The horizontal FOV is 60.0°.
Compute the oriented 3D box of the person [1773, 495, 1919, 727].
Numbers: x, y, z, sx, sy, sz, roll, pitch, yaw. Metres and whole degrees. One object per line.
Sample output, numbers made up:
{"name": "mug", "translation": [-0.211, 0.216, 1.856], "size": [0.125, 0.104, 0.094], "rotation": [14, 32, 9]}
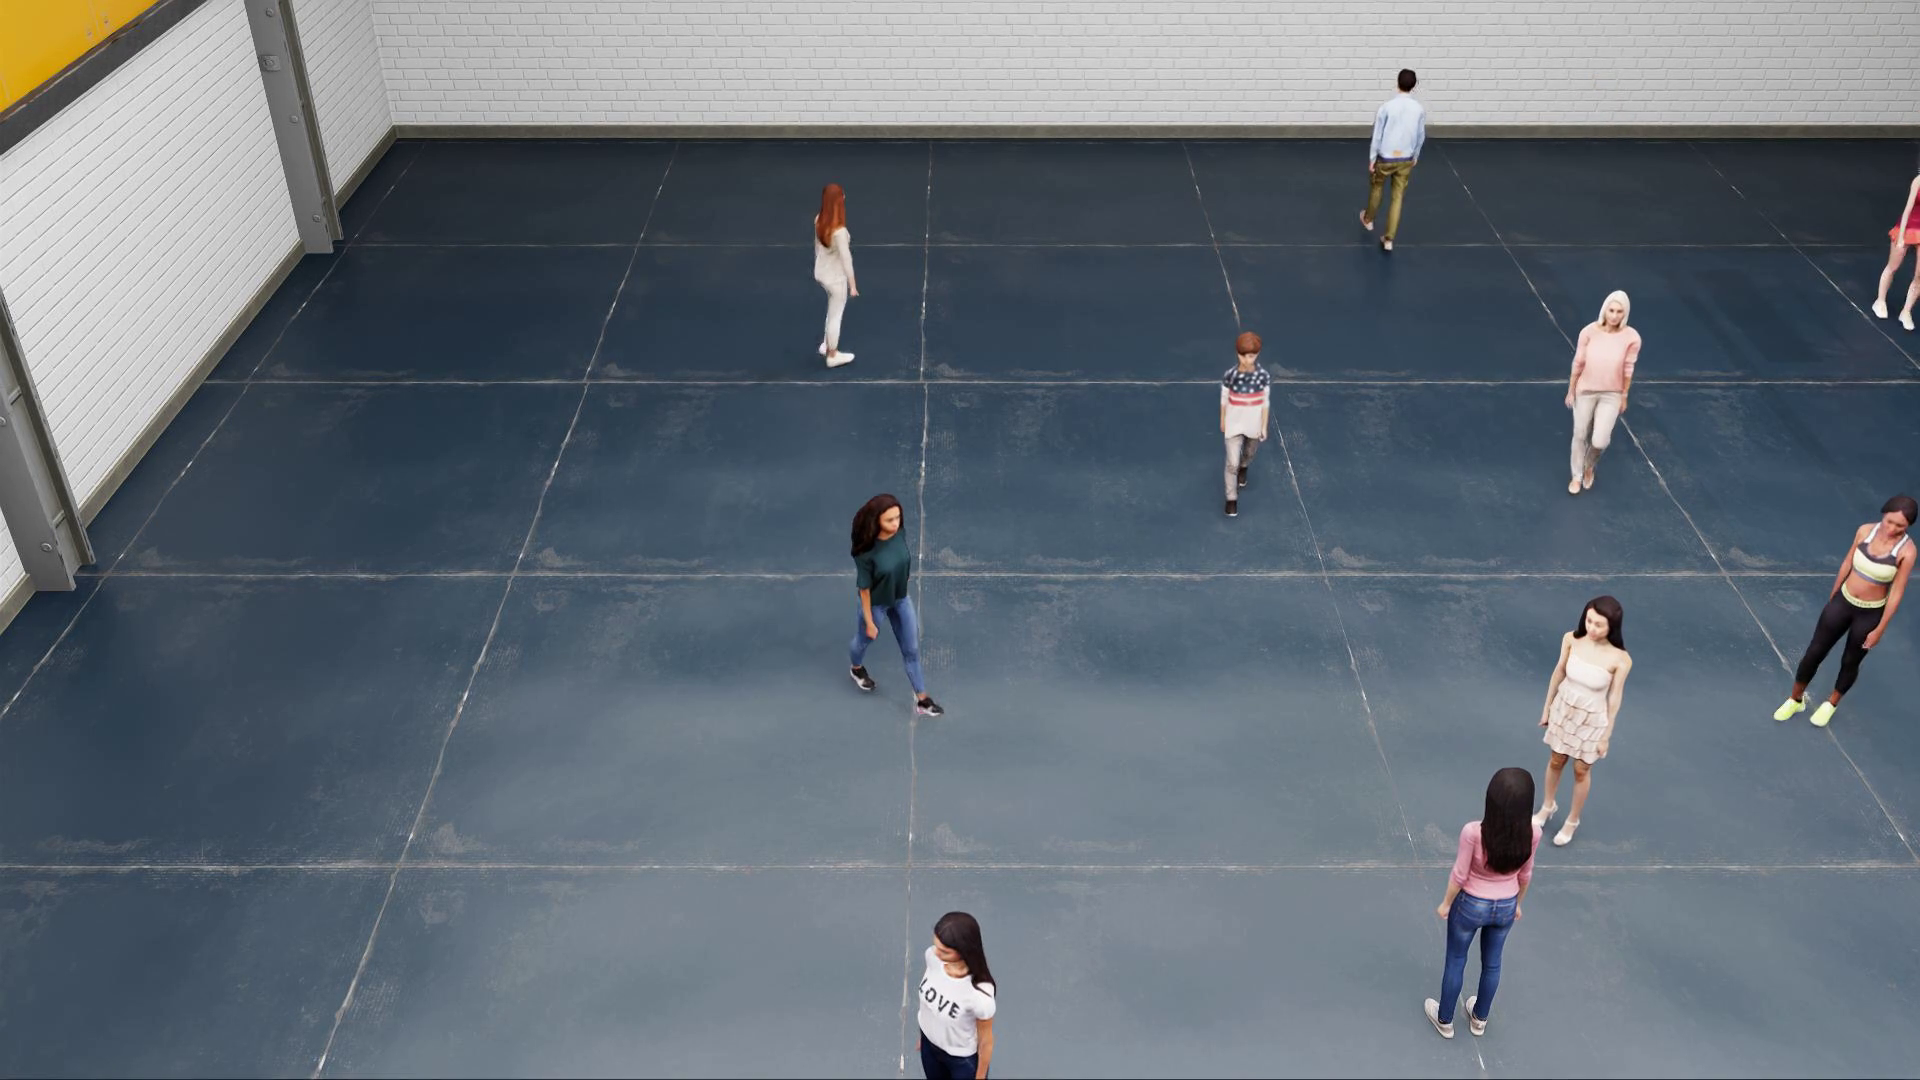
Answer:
{"name": "person", "translation": [5.690, 0.432, 10.432], "size": [0.807, 1.741, 0.751], "rotation": [-22, 39, -29]}

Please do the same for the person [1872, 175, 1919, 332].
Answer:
{"name": "person", "translation": [8.835, -2.874, 15.416], "size": [0.653, 1.731, 0.814], "rotation": [7, 34, 11]}

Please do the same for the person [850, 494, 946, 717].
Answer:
{"name": "person", "translation": [-0.548, 0.377, 10.666], "size": [1.043, 1.573, 1.126], "rotation": [-27, 42, -34]}

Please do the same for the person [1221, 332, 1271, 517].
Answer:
{"name": "person", "translation": [2.194, -0.952, 12.809], "size": [0.523, 1.415, 0.933], "rotation": [1, 34, 1]}

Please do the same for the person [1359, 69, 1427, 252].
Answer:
{"name": "person", "translation": [4.385, -3.789, 16.745], "size": [0.696, 1.782, 0.992], "rotation": [0, 34, 0]}

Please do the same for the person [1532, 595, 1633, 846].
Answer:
{"name": "person", "translation": [3.561, 1.037, 9.529], "size": [0.714, 1.734, 0.653], "rotation": [-28, 43, -35]}

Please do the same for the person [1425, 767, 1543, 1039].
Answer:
{"name": "person", "translation": [2.626, 1.823, 8.339], "size": [0.585, 1.742, 0.508], "rotation": [-2, 34, -3]}

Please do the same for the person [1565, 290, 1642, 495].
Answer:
{"name": "person", "translation": [4.948, -1.172, 12.866], "size": [0.710, 1.719, 0.724], "rotation": [14, 36, 20]}

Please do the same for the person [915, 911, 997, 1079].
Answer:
{"name": "person", "translation": [-0.016, 2.324, 7.554], "size": [0.722, 1.776, 0.654], "rotation": [-27, 42, -34]}

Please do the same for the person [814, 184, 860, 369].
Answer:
{"name": "person", "translation": [-1.184, -2.274, 14.540], "size": [0.774, 1.701, 0.690], "rotation": [-22, 40, -30]}
